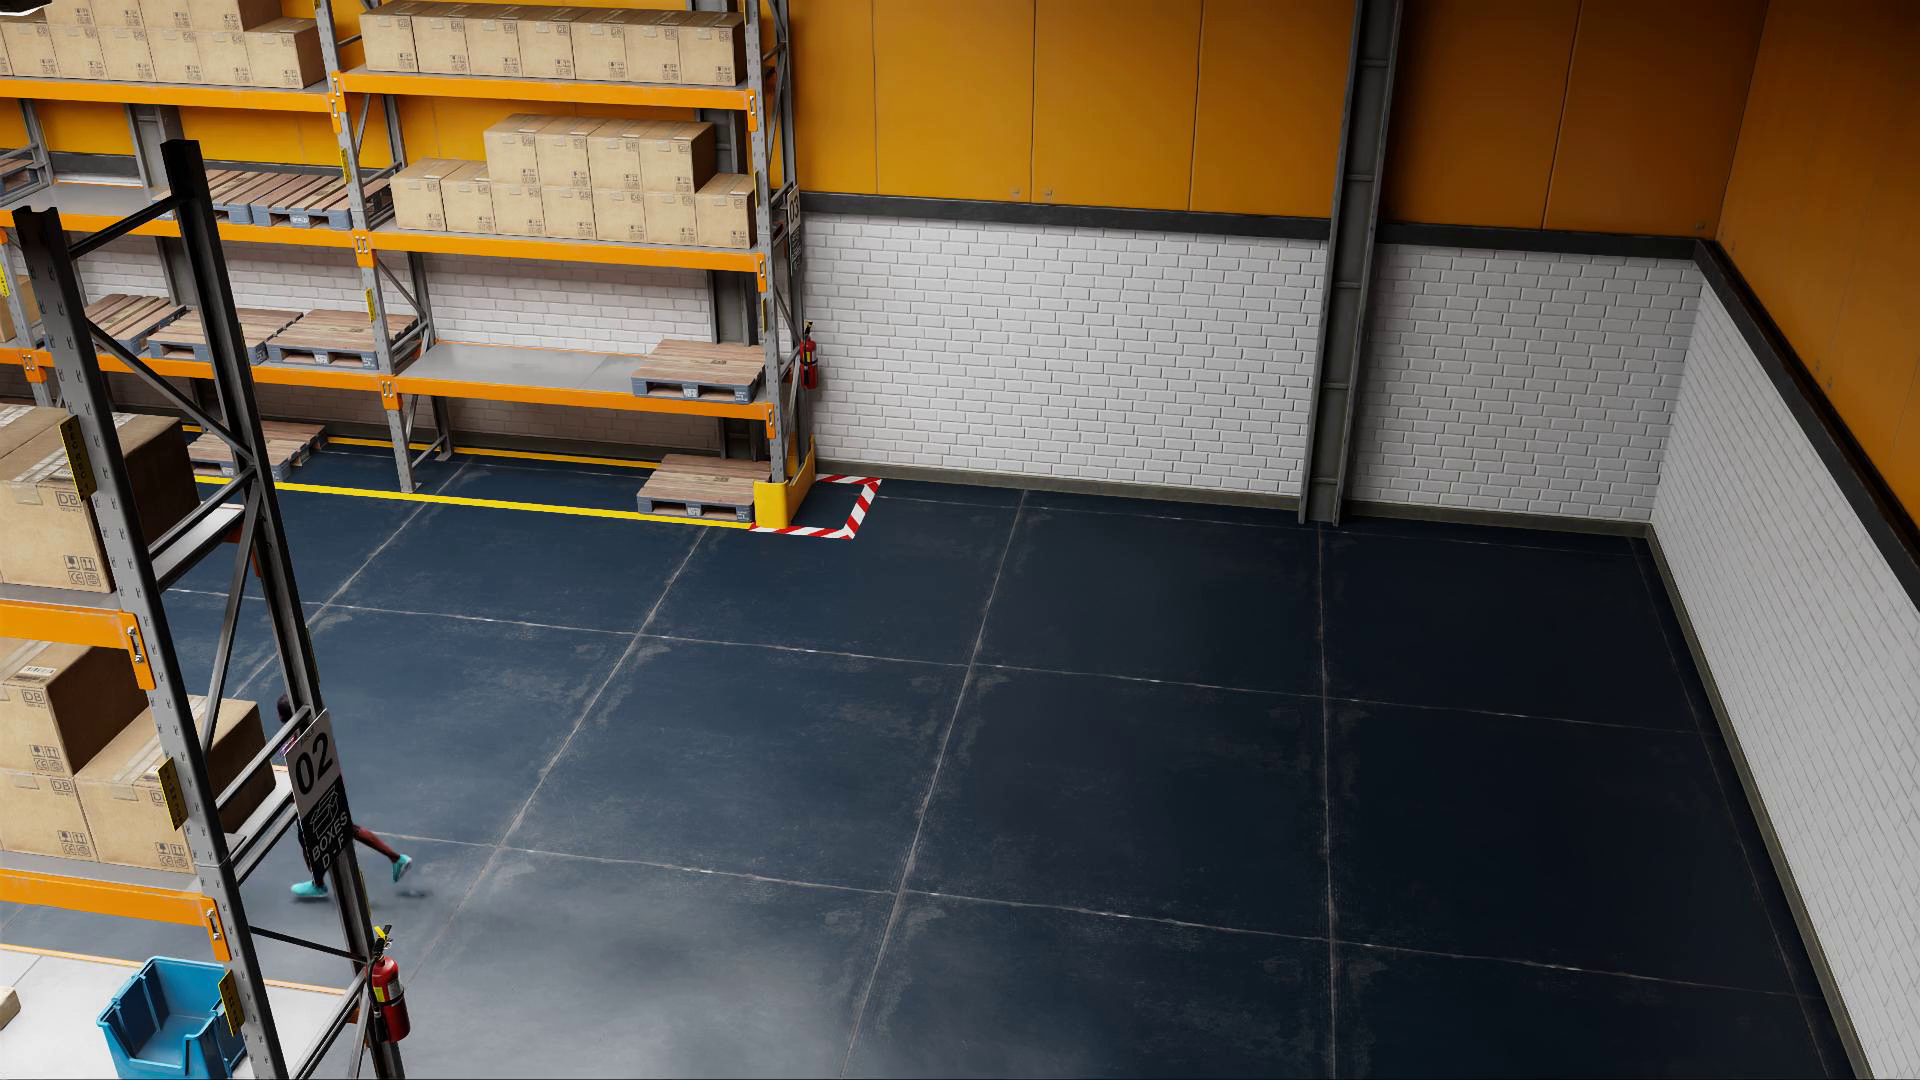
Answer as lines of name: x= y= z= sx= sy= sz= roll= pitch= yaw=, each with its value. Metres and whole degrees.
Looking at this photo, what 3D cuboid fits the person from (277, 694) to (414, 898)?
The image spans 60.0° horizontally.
person: x=-4.267 y=1.756 z=11.347 sx=1.088 sy=1.694 sz=0.588 roll=2 pitch=29 yaw=4
